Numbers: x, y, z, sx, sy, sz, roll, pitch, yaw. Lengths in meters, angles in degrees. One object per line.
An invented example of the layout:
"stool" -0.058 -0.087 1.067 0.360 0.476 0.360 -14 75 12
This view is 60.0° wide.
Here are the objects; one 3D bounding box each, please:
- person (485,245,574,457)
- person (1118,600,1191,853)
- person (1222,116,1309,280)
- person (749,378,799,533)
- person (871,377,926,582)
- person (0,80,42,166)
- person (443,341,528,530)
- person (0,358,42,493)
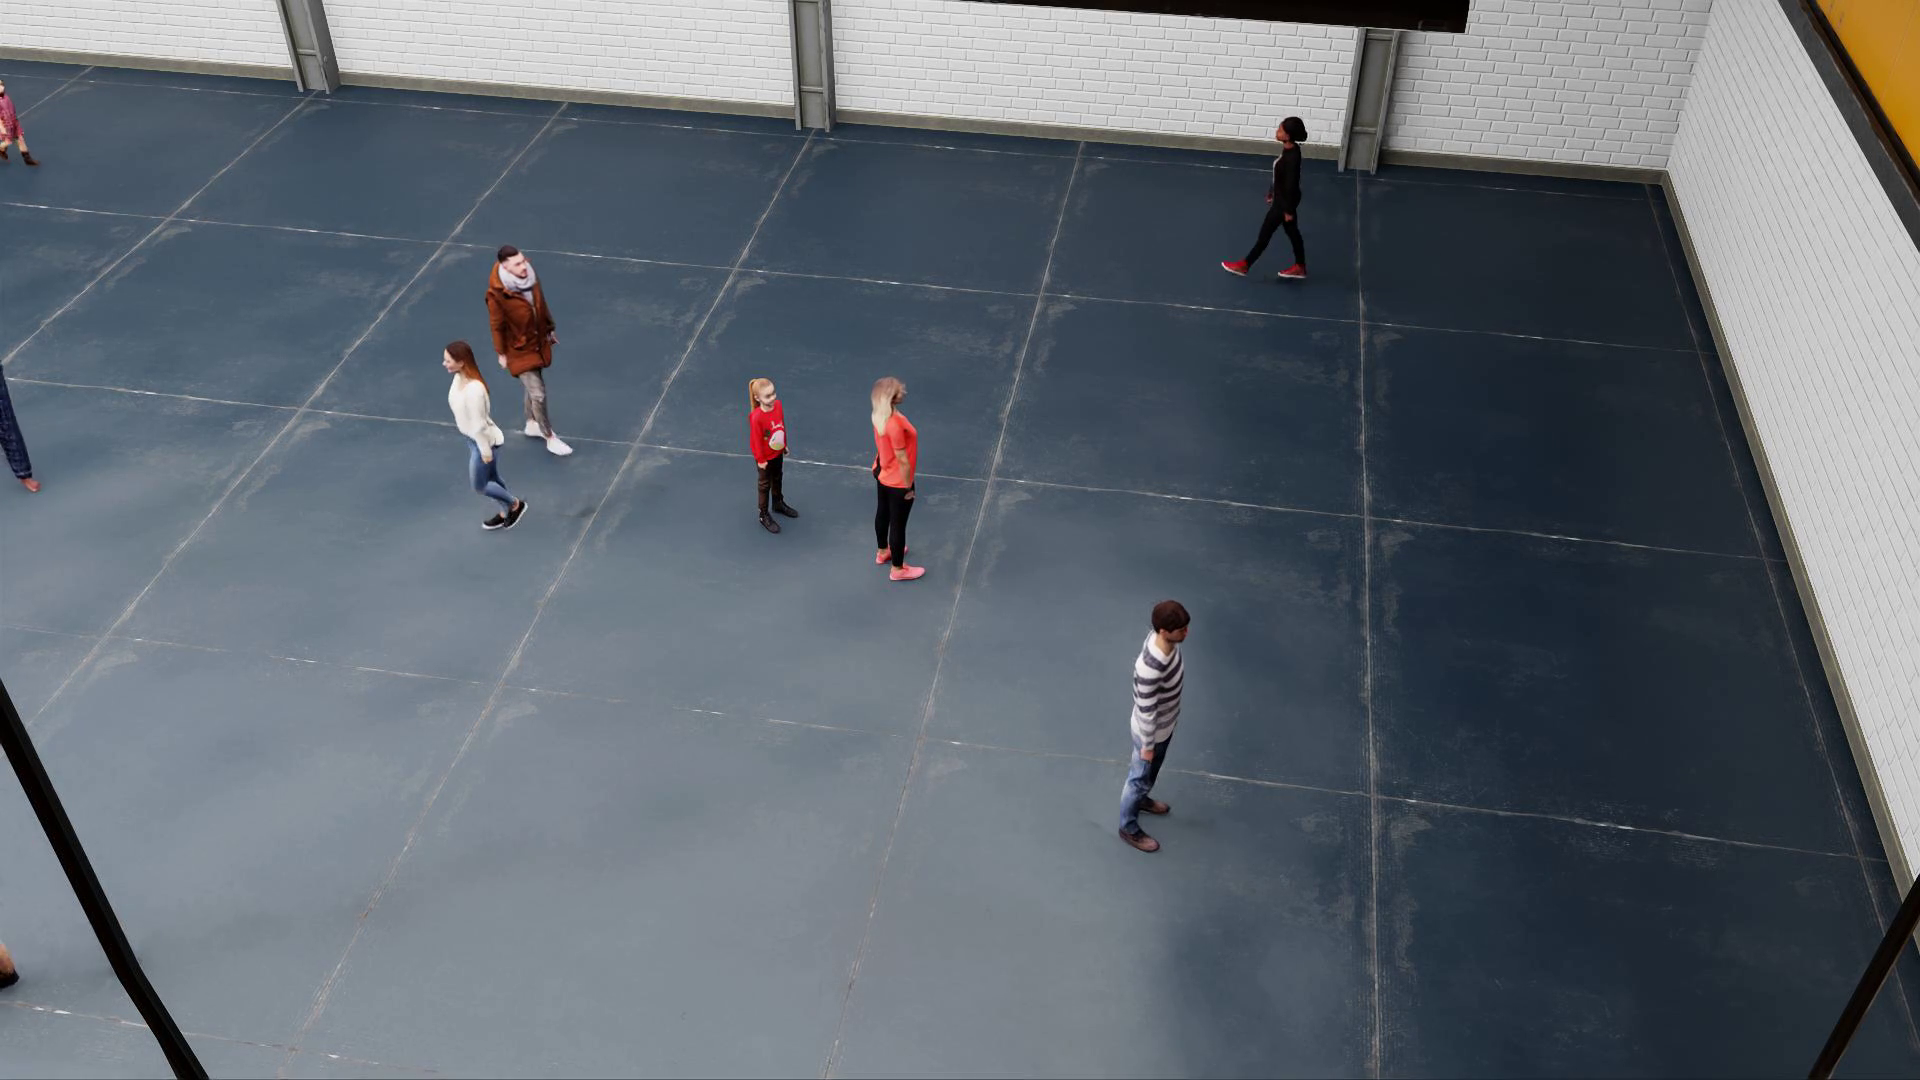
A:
"person" -3.563 -1.564 13.393 0.929 1.822 0.833 16 41 19
"person" 1.163 1.084 10.057 0.575 1.849 0.682 12 40 15
"person" 3.117 -3.149 15.524 1.022 1.640 0.616 6 39 7
"person" -1.457 -0.678 12.717 0.597 1.281 0.566 22 44 25
"person" -0.496 -0.461 12.114 0.707 1.696 0.676 -17 42 -20
"person" -10.146 -4.453 17.659 0.658 1.014 0.426 6 39 7
"person" -3.515 -0.766 12.508 0.804 1.681 0.764 -18 42 -21
"person" -7.729 -1.239 13.008 1.160 1.797 1.016 29 47 32
